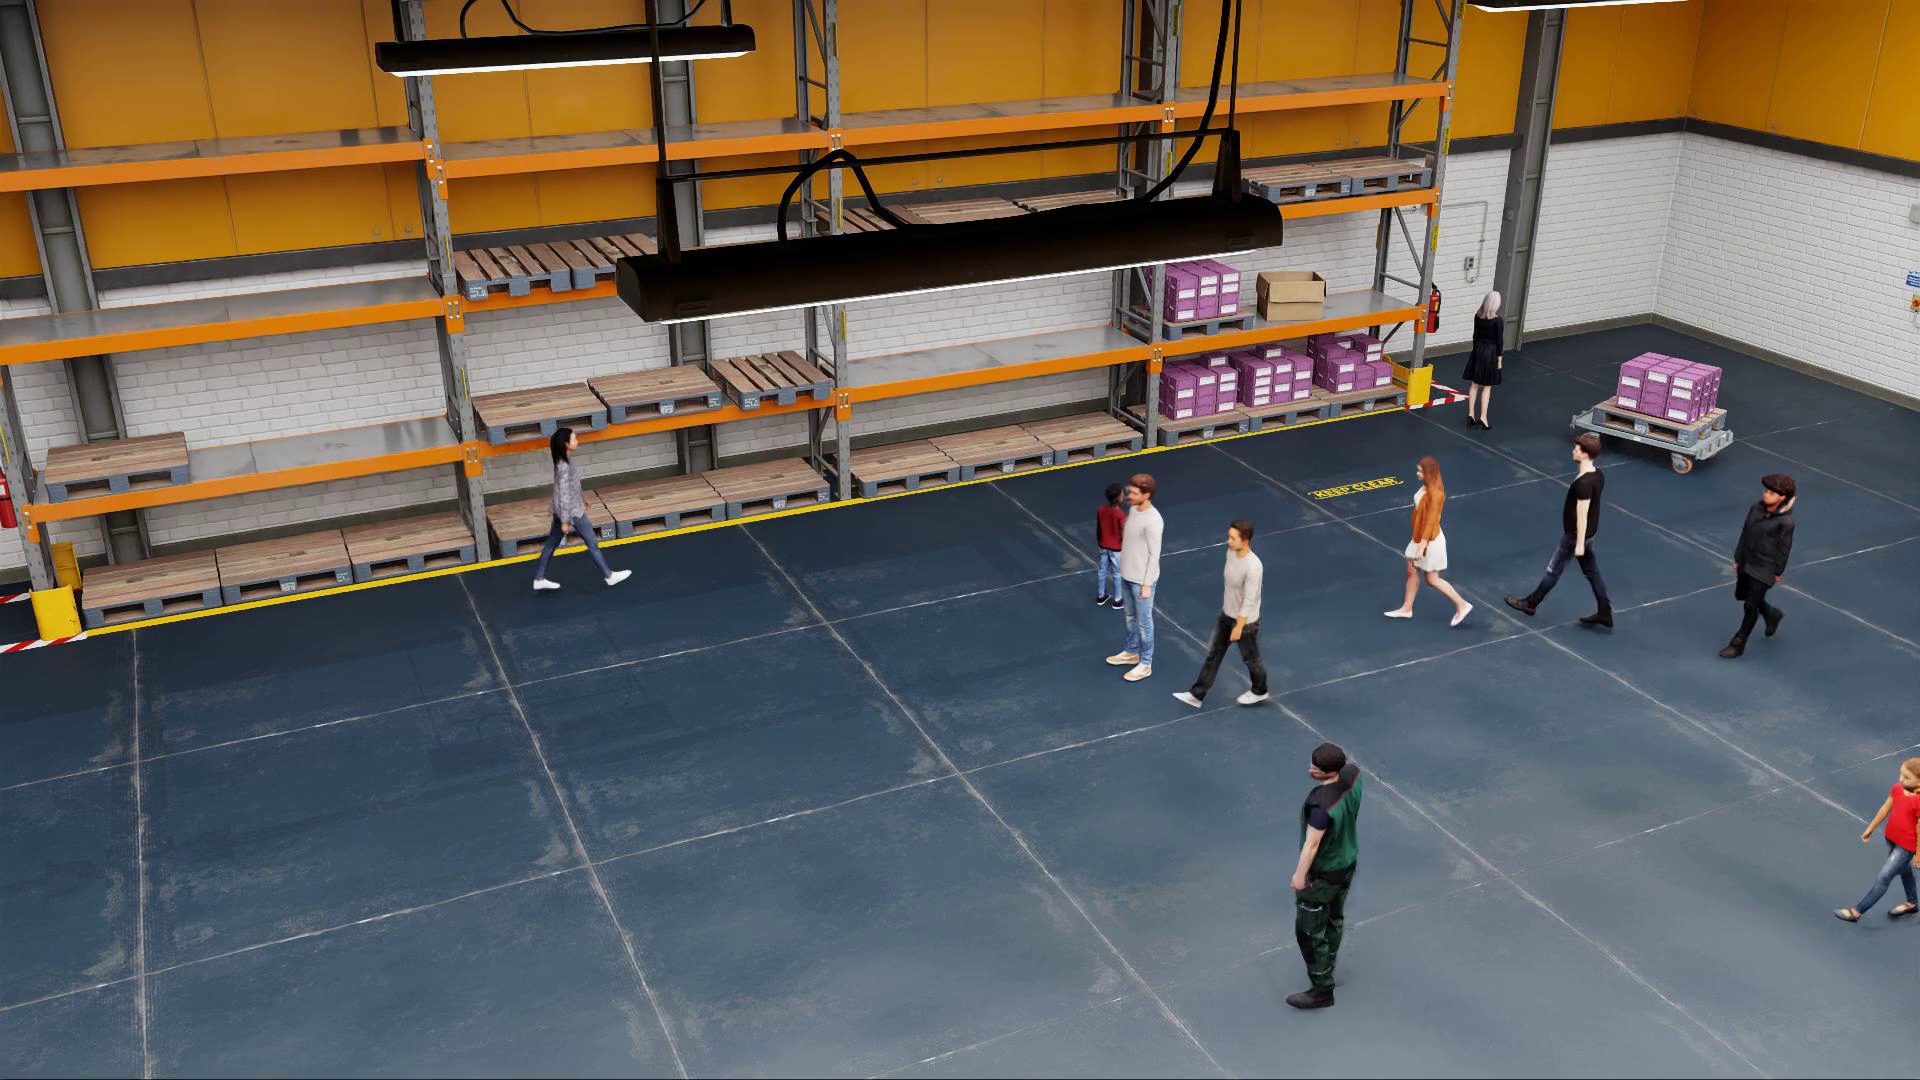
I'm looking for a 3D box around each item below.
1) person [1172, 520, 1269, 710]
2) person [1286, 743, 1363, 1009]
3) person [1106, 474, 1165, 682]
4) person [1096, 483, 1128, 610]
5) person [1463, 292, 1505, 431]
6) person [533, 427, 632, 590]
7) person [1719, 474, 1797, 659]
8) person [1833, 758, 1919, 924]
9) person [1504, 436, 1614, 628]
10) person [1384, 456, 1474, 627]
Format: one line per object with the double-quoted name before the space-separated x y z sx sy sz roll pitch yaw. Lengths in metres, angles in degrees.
"person" 2.448 0.644 14.005 1.131 1.771 0.696 -9 25 -19
"person" 2.375 2.060 10.633 0.759 1.876 0.951 -15 28 -31
"person" 1.581 0.301 14.624 0.582 1.902 0.656 -9 25 -20
"person" 1.464 0.054 15.996 0.574 1.255 0.592 19 30 36
"person" 6.518 -2.232 20.612 0.626 1.746 0.648 -17 29 -33
"person" -3.900 -0.249 16.160 1.187 1.680 0.689 -9 25 -19
"person" 7.269 0.206 15.018 1.002 1.761 0.626 -10 26 -22
"person" 6.500 2.065 11.366 0.958 1.279 0.700 -2 24 -4
"person" 5.841 -0.020 15.431 1.223 1.844 1.283 14 27 29
"person" 4.461 0.023 15.534 1.101 1.682 0.908 1 24 2
